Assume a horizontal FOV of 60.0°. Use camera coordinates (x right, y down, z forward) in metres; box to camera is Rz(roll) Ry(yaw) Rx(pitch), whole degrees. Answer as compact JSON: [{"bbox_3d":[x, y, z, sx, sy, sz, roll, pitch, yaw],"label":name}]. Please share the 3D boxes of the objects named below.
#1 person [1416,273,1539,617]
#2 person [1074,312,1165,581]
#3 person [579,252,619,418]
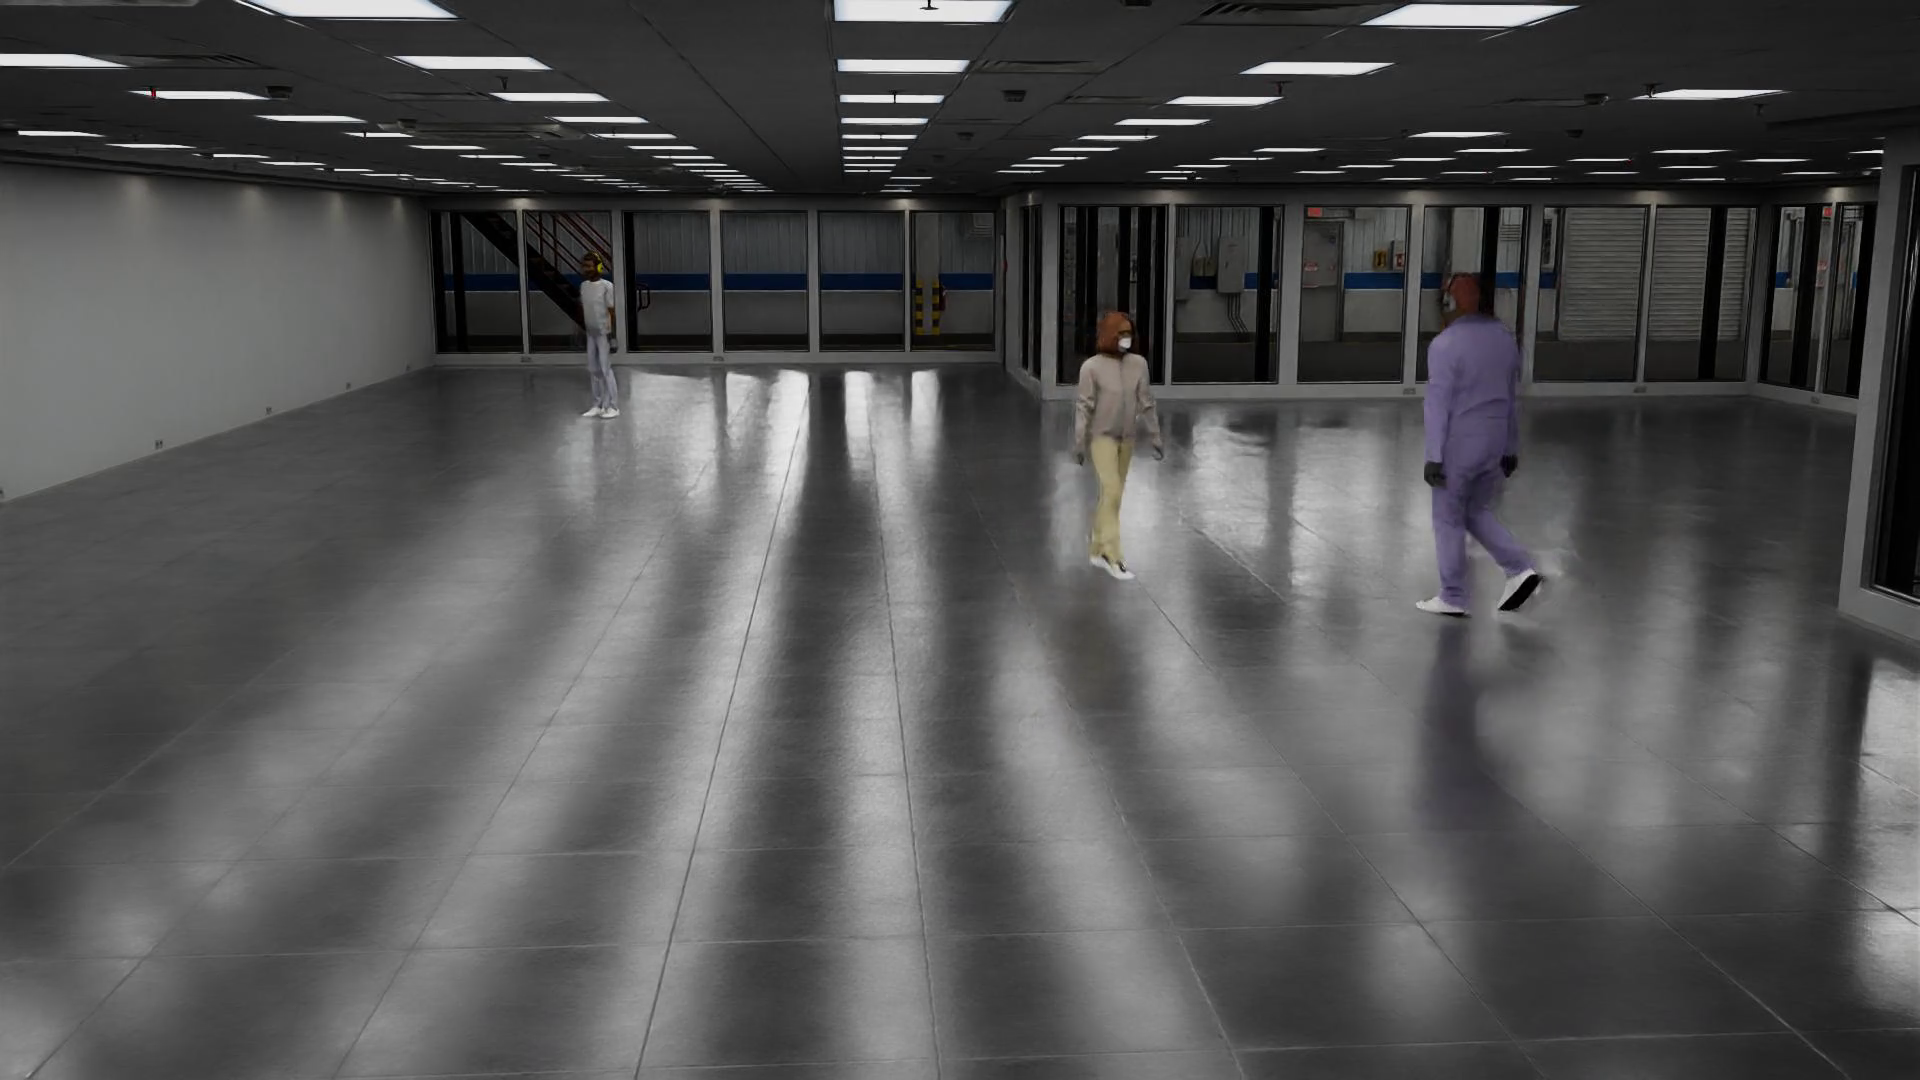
[{"bbox_3d":[2.788,-0.492,8.953,0.651,1.877,0.580,-8,13,-36],"label":"person"},{"bbox_3d":[0.987,-0.563,10.040,0.520,1.606,0.718,-8,13,-36],"label":"person"},{"bbox_3d":[-4.063,-2.291,18.690,0.506,1.860,0.337,7,13,35],"label":"person"}]
